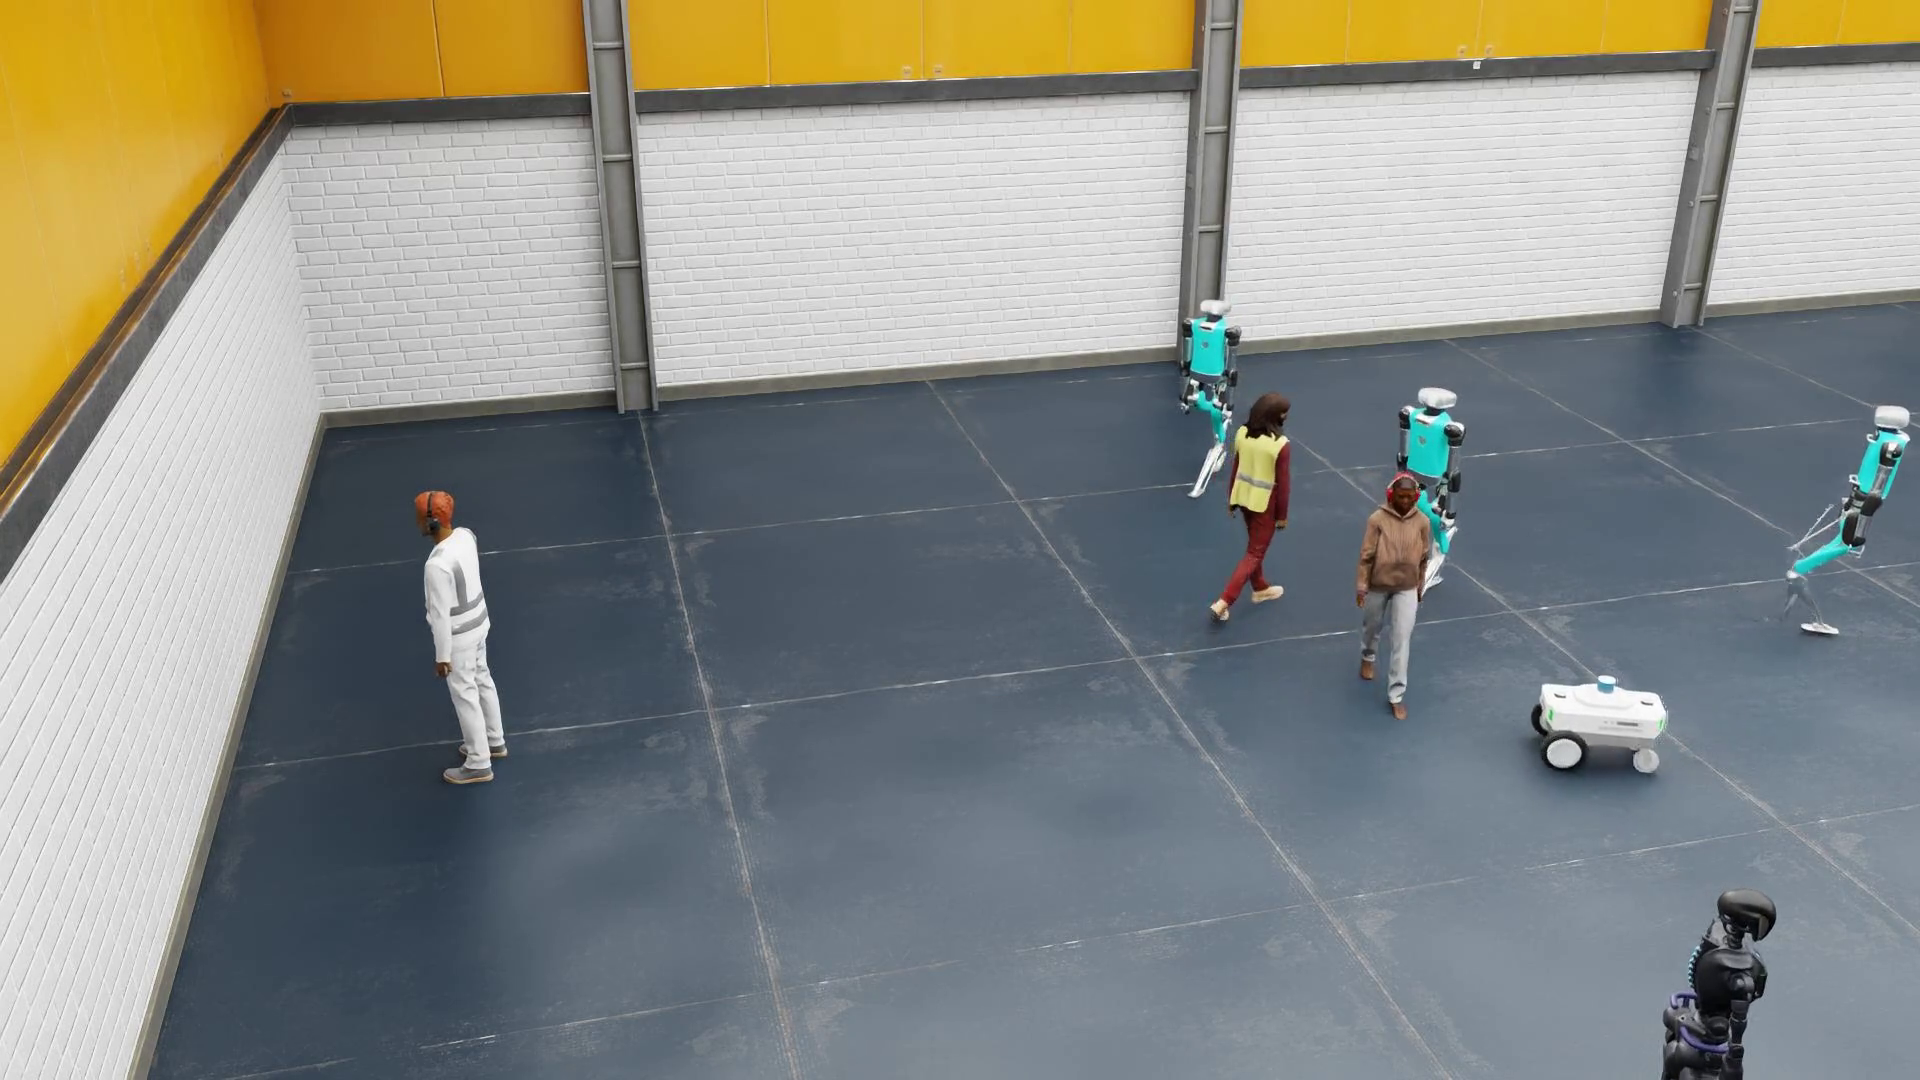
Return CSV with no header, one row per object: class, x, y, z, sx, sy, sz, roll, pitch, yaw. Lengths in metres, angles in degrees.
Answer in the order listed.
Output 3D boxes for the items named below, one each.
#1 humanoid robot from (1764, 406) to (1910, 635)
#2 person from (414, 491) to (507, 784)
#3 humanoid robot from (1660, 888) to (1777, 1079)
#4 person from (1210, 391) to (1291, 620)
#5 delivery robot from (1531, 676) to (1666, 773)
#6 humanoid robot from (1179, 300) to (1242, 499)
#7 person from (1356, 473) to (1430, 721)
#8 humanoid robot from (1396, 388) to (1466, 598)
humanoid robot,6.157,-0.067,11.834,0.764,1.895,0.543,9,25,20
person,-3.030,0.578,10.062,0.350,1.876,0.571,1,24,3
humanoid robot,3.127,2.106,6.879,0.755,1.627,0.593,3,24,7
person,2.137,-0.244,12.095,0.828,1.747,0.486,-17,29,-34
delivery robot,3.988,1.142,10.435,0.811,0.613,0.499,4,24,10
humanoid robot,2.267,-1.294,14.534,0.539,1.779,1.022,14,28,30
person,2.846,0.304,11.014,0.467,1.629,0.790,2,24,5
humanoid robot,3.529,-0.316,12.249,0.936,1.754,0.539,-18,29,-35
